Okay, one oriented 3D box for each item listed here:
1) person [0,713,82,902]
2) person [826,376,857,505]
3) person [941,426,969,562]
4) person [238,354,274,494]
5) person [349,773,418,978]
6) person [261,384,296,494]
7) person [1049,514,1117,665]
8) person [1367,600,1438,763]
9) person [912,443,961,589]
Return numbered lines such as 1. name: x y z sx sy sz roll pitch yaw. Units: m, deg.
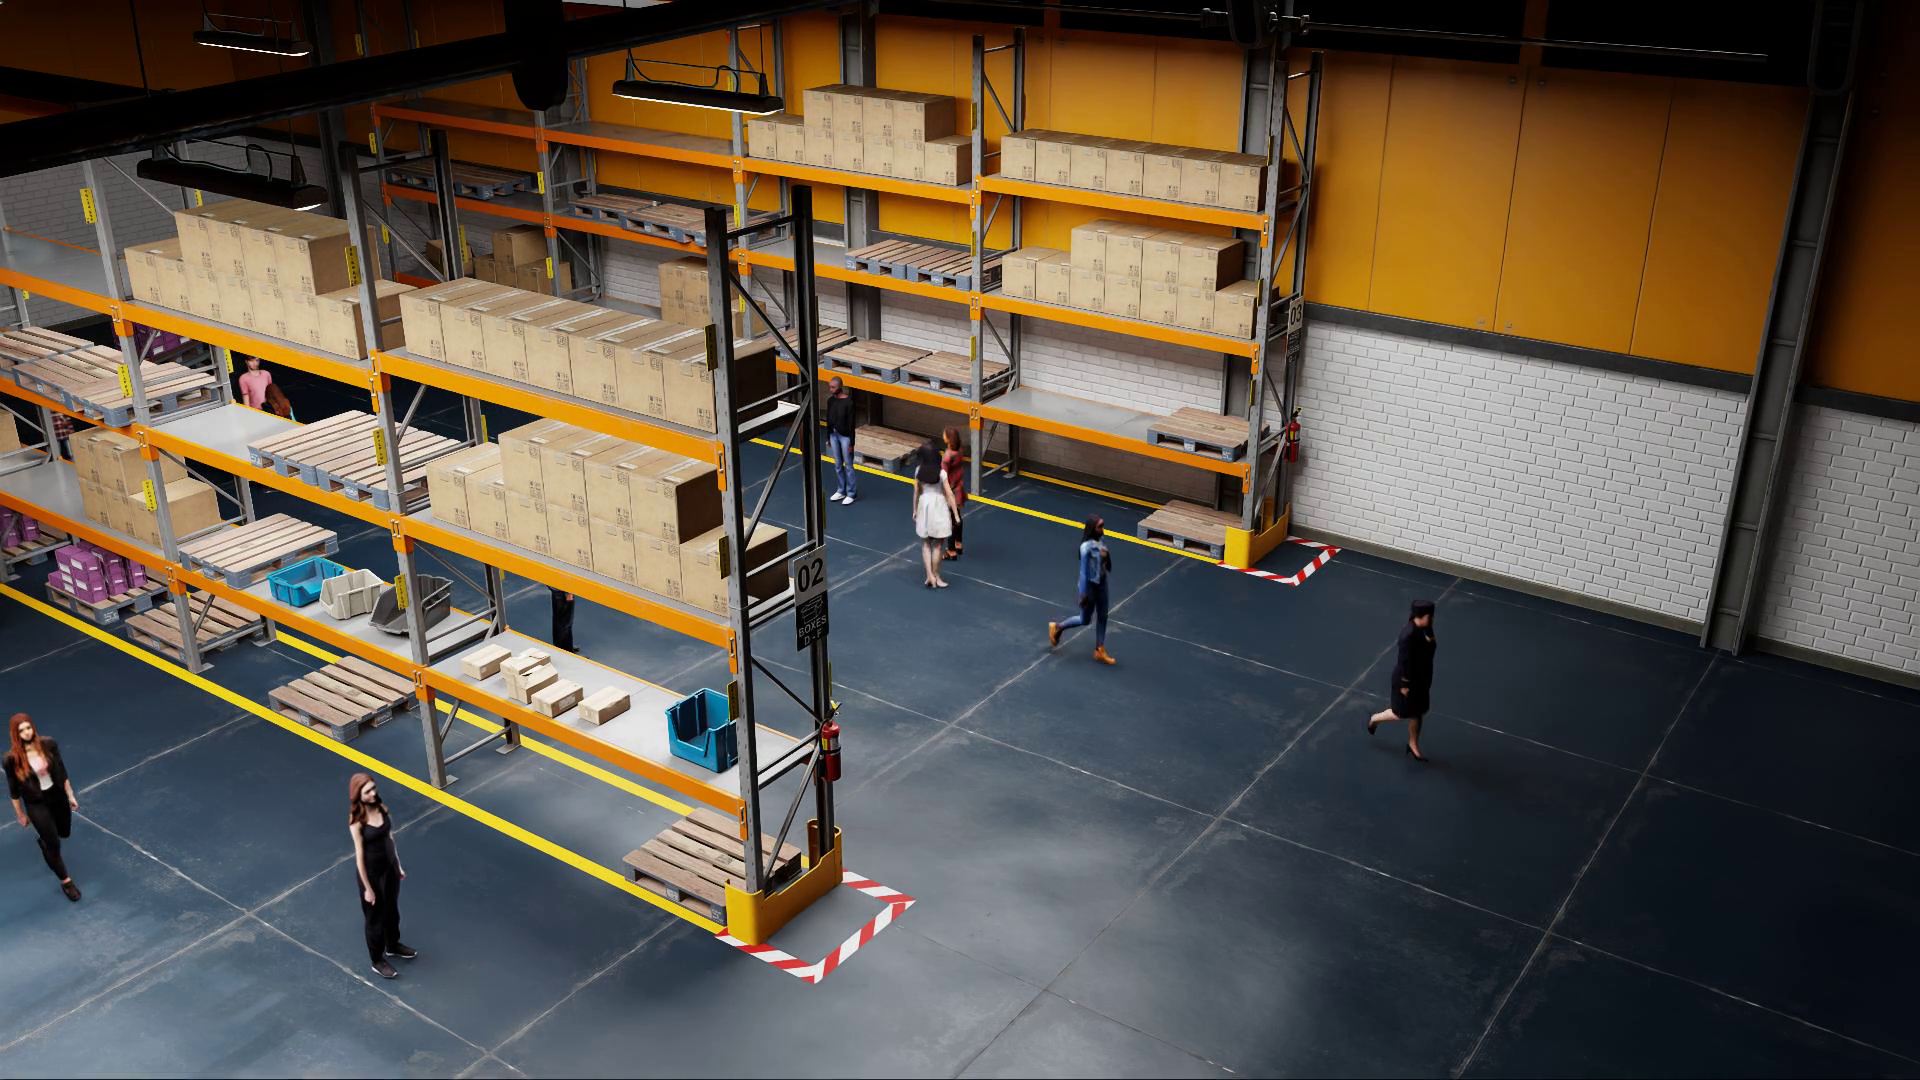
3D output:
1. person: -7.732 2.178 14.004 1.011 1.696 0.639 18 30 36
2. person: -1.554 -1.346 22.003 0.505 1.745 0.664 14 27 28
3. person: -0.091 -0.586 20.320 0.625 1.701 0.671 9 25 19
4. person: -9.399 -1.626 22.375 0.522 1.959 0.618 15 28 30
5. person: -4.567 2.589 13.003 0.613 1.743 0.629 8 25 17
6. person: -9.131 -1.384 22.395 0.662 1.501 0.690 -14 27 -28
7. person: 1.340 0.510 17.823 1.014 1.693 0.646 13 27 28
8. person: 4.275 1.335 15.981 0.812 1.656 1.000 -21 31 -39
9. person: -0.339 -0.277 19.537 0.651 1.762 0.853 15 28 30
